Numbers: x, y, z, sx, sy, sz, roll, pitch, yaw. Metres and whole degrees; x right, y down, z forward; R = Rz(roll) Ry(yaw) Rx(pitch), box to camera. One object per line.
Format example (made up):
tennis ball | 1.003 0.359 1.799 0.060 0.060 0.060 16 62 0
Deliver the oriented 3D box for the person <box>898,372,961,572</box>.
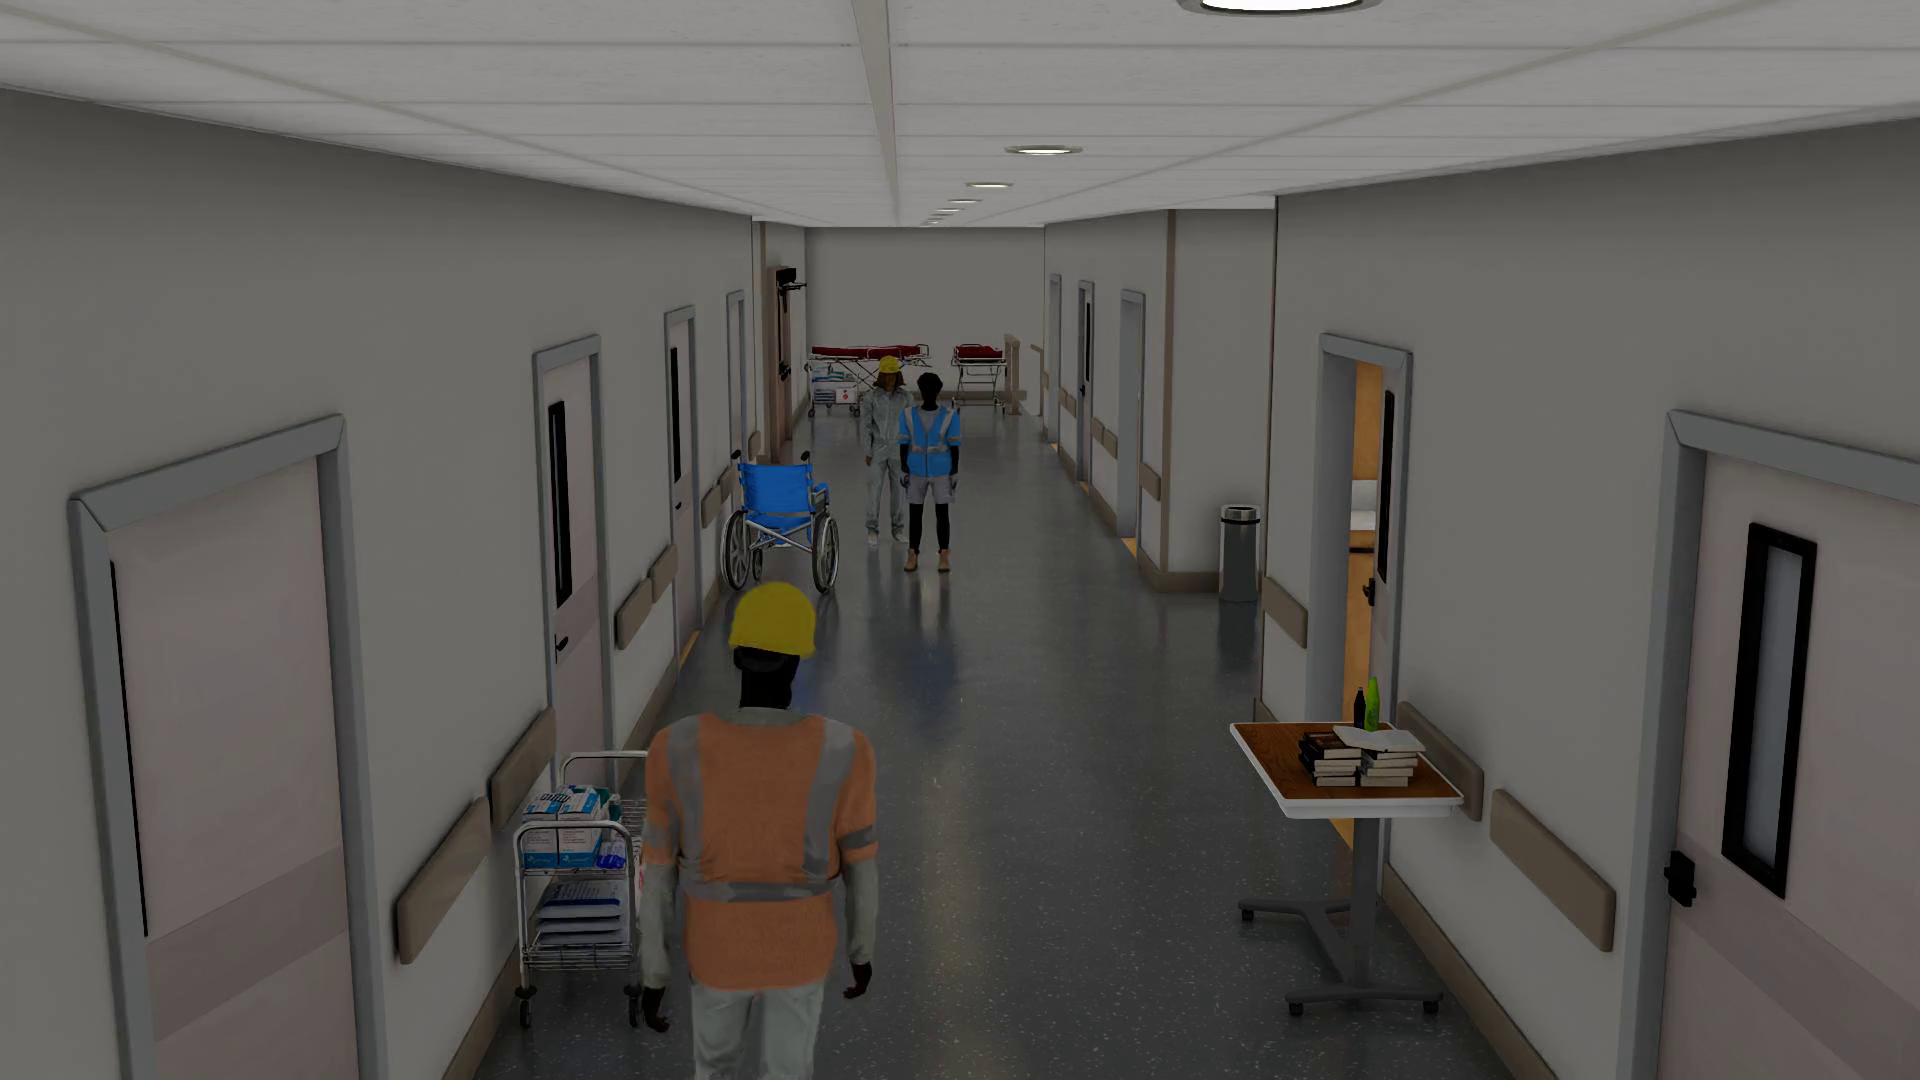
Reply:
person | -0.256 -0.567 13.992 0.536 1.698 0.319 1 10 8

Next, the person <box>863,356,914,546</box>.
person | -0.645 -0.815 15.230 0.487 1.744 0.312 -3 11 -18

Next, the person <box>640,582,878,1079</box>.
person | -0.514 1.052 4.367 0.604 1.903 0.586 0 10 -2
